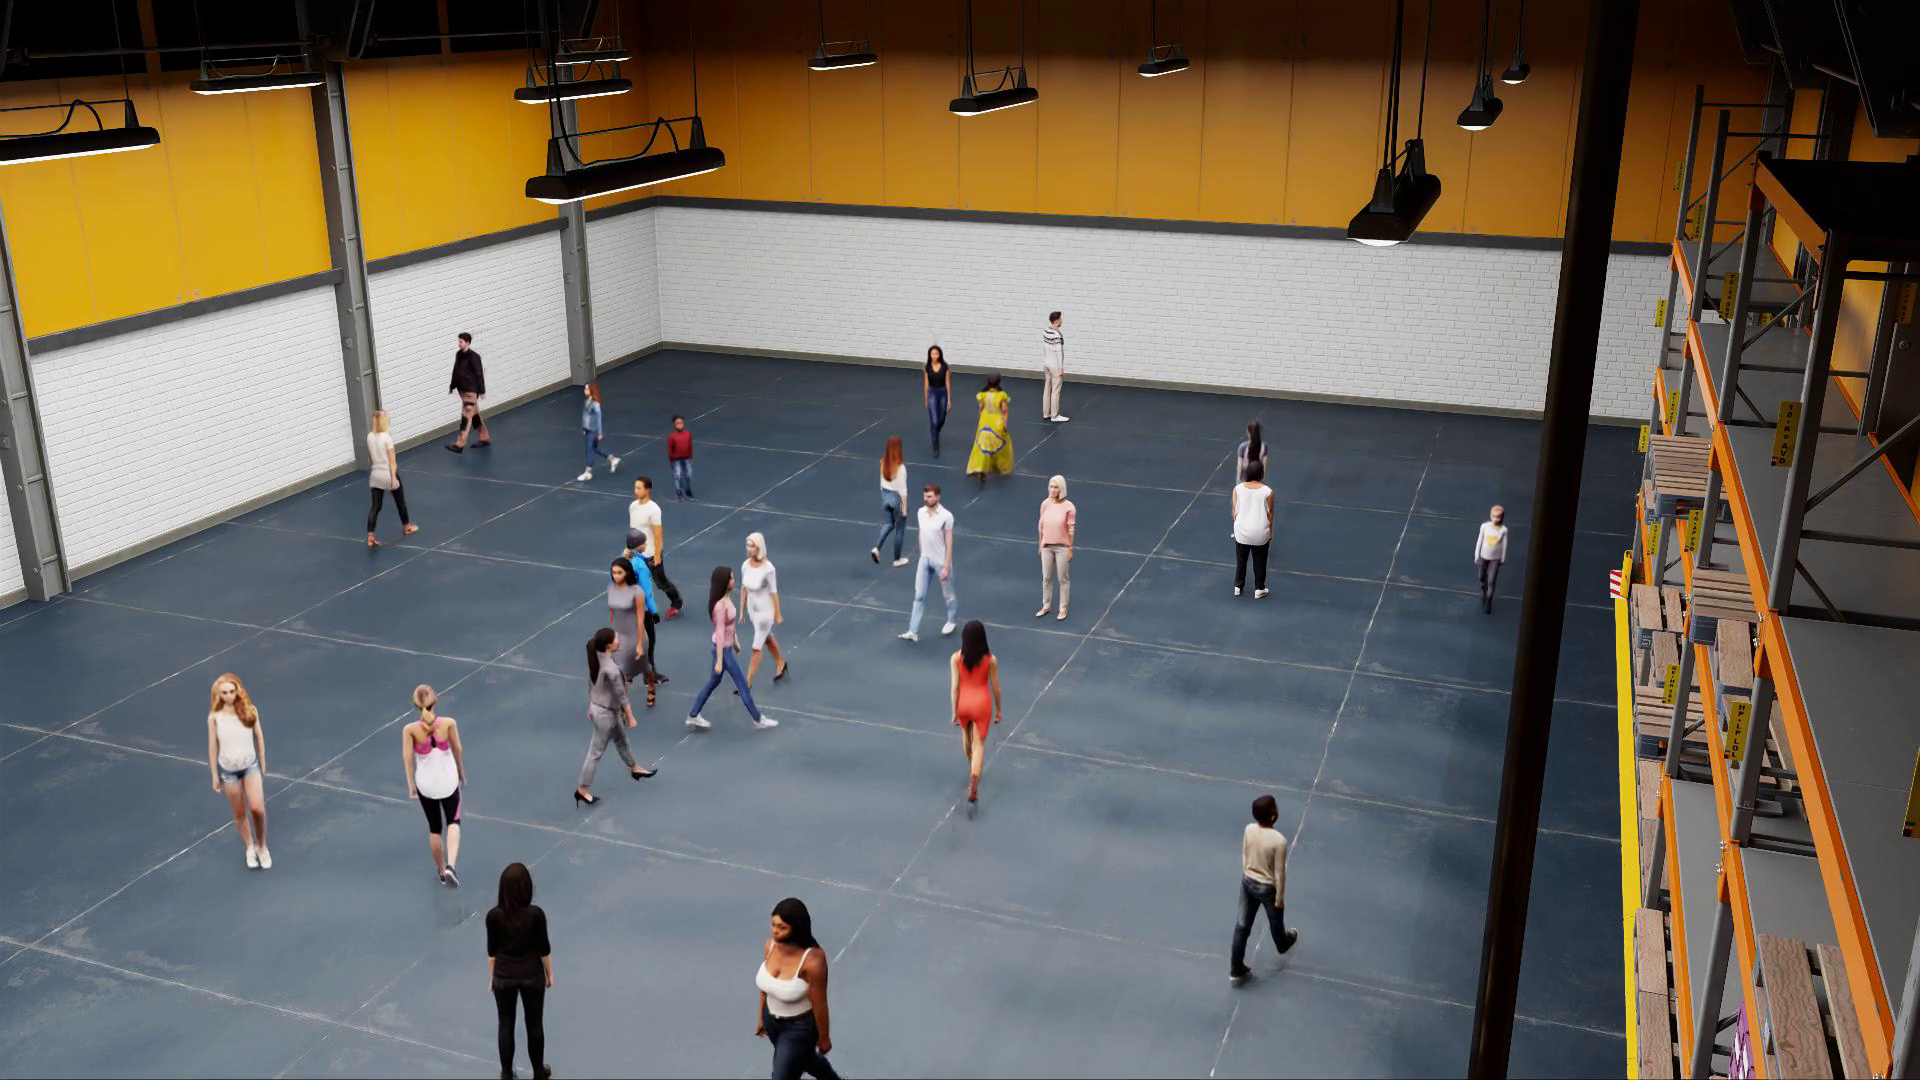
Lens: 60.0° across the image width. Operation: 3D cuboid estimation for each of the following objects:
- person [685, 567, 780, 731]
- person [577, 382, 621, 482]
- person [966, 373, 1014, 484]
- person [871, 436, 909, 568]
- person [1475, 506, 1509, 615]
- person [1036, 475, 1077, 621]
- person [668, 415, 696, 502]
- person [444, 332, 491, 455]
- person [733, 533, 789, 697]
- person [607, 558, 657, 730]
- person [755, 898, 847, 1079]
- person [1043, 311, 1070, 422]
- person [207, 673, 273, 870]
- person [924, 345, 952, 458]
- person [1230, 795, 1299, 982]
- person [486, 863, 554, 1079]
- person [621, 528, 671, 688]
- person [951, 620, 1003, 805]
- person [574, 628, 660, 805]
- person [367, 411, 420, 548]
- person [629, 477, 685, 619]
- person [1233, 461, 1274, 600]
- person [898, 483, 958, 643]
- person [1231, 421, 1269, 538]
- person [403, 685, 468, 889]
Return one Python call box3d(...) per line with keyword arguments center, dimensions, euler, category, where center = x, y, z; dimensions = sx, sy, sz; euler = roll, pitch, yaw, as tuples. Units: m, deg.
box3d(center=(-2.399, 1.102, 16.324), dimensions=(0.967, 1.691, 1.170), euler=(-1, 19, -3), category="person")
box3d(center=(-5.419, -1.640, 24.830), dimensions=(1.028, 1.458, 0.899), euler=(-13, 22, -33), category="person")
box3d(center=(0.450, -1.625, 24.530), dimensions=(0.784, 1.623, 1.302), euler=(5, 19, 15), category="person")
box3d(center=(-0.890, -0.456, 20.909), dimensions=(0.750, 1.718, 0.903), euler=(15, 24, 38), category="person")
box3d(center=(6.285, 0.189, 19.703), dimensions=(0.560, 1.265, 0.908), euler=(10, 21, 26), category="person")
box3d(center=(1.129, 0.070, 19.337), dimensions=(0.622, 1.724, 0.553), euler=(9, 21, 25), category="person")
box3d(center=(-4.014, -1.191, 23.825), dimensions=(0.640, 1.249, 0.700), euler=(-8, 20, -24), category="person")
box3d(center=(-7.665, -2.327, 26.196), dimensions=(0.979, 1.888, 1.225), euler=(16, 24, 39), category="person")
box3d(center=(-2.027, 0.753, 17.355), dimensions=(0.779, 1.695, 1.158), euler=(13, 23, 34), category="person")
box3d(center=(-3.239, 0.997, 16.577), dimensions=(0.667, 1.729, 1.144), euler=(5, 19, 14), category="person")
box3d(center=(-0.978, 3.032, 10.475), dimensions=(1.002, 1.766, 1.292), euler=(17, 25, 42), category="person")
box3d(center=(1.581, -2.946, 28.078), dimensions=(0.812, 1.862, 0.756), euler=(-9, 20, -24), category="person")
box3d(center=(-6.018, 1.902, 13.860), dimensions=(0.724, 1.747, 0.783), euler=(-8, 20, -23), category="person")
box3d(center=(-0.352, -2.208, 26.138), dimensions=(0.925, 1.701, 1.206), euler=(-3, 19, -8), category="person")
box3d(center=(2.179, 2.599, 12.284), dimensions=(0.813, 1.432, 1.073), euler=(16, 24, 39), category="person")
box3d(center=(-2.921, 2.909, 11.041), dimensions=(0.642, 1.638, 0.647), euler=(-3, 19, -8), category="person")
box3d(center=(-3.395, 0.750, 17.236), dimensions=(0.982, 1.777, 0.899), euler=(-14, 23, -35), category="person")
box3d(center=(0.124, 1.569, 14.949), dimensions=(0.796, 1.683, 1.186), euler=(2, 19, 6), category="person")
box3d(center=(-3.242, 1.622, 14.891), dimensions=(1.180, 1.619, 1.022), euler=(-13, 22, -33), category="person")
box3d(center=(-7.578, -0.754, 21.696), dimensions=(0.696, 1.780, 1.215), euler=(4, 19, 13), category="person")
box3d(center=(-3.510, 0.136, 19.071), dimensions=(0.844, 1.768, 1.195), euler=(13, 22, 33), category="person")
box3d(center=(3.526, -0.141, 20.020), dimensions=(0.681, 1.688, 0.641), euler=(10, 21, 26), category="person")
box3d(center=(-0.210, 0.244, 18.698), dimensions=(0.859, 1.802, 1.240), euler=(11, 22, 30), category="person")
box3d(center=(3.846, -0.730, 21.848), dimensions=(0.746, 1.636, 0.795), euler=(-6, 20, -17), category="person")
box3d(center=(-4.209, 2.036, 13.419), dimensions=(0.902, 1.774, 0.990), euler=(-6, 20, -17), category="person")
